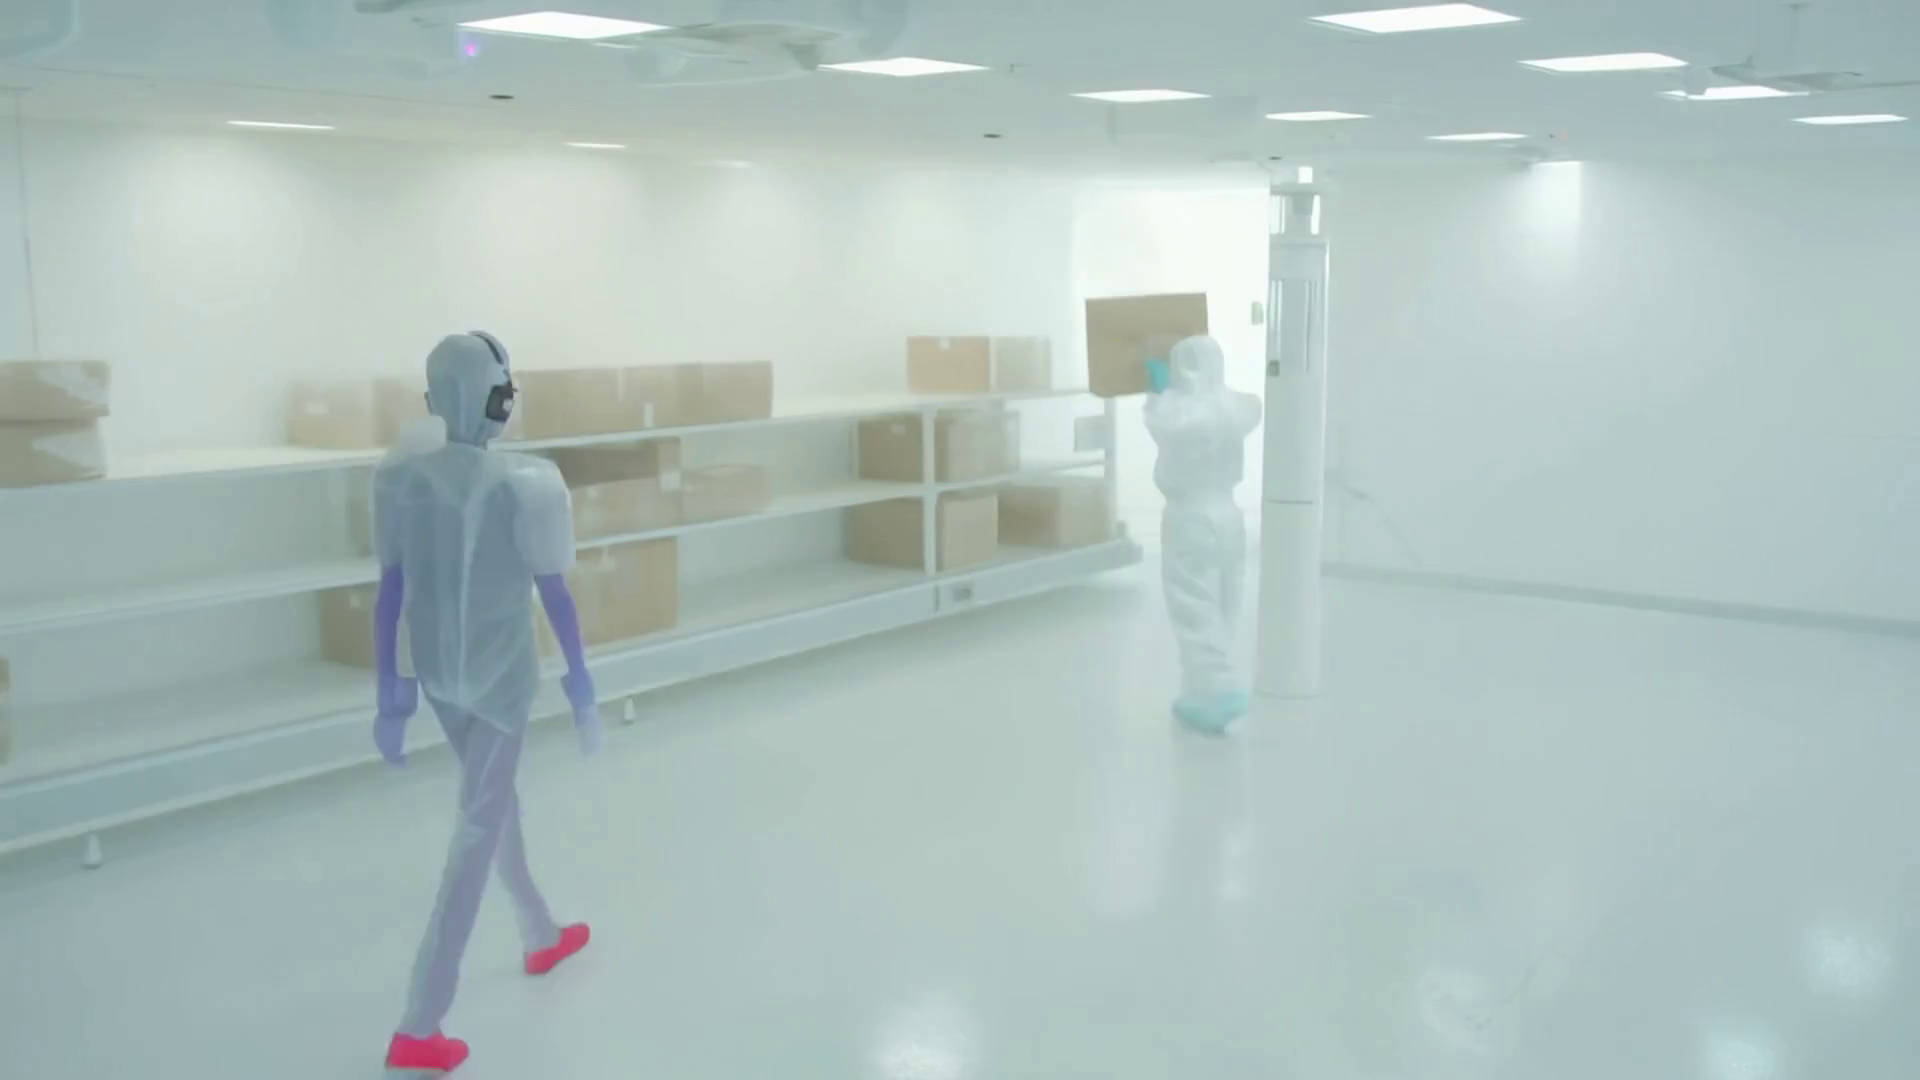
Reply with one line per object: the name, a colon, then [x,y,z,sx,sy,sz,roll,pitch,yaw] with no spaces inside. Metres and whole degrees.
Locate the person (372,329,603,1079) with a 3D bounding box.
person: [-1.216,0.384,4.232,0.540,1.822,0.990,3,10,17]
